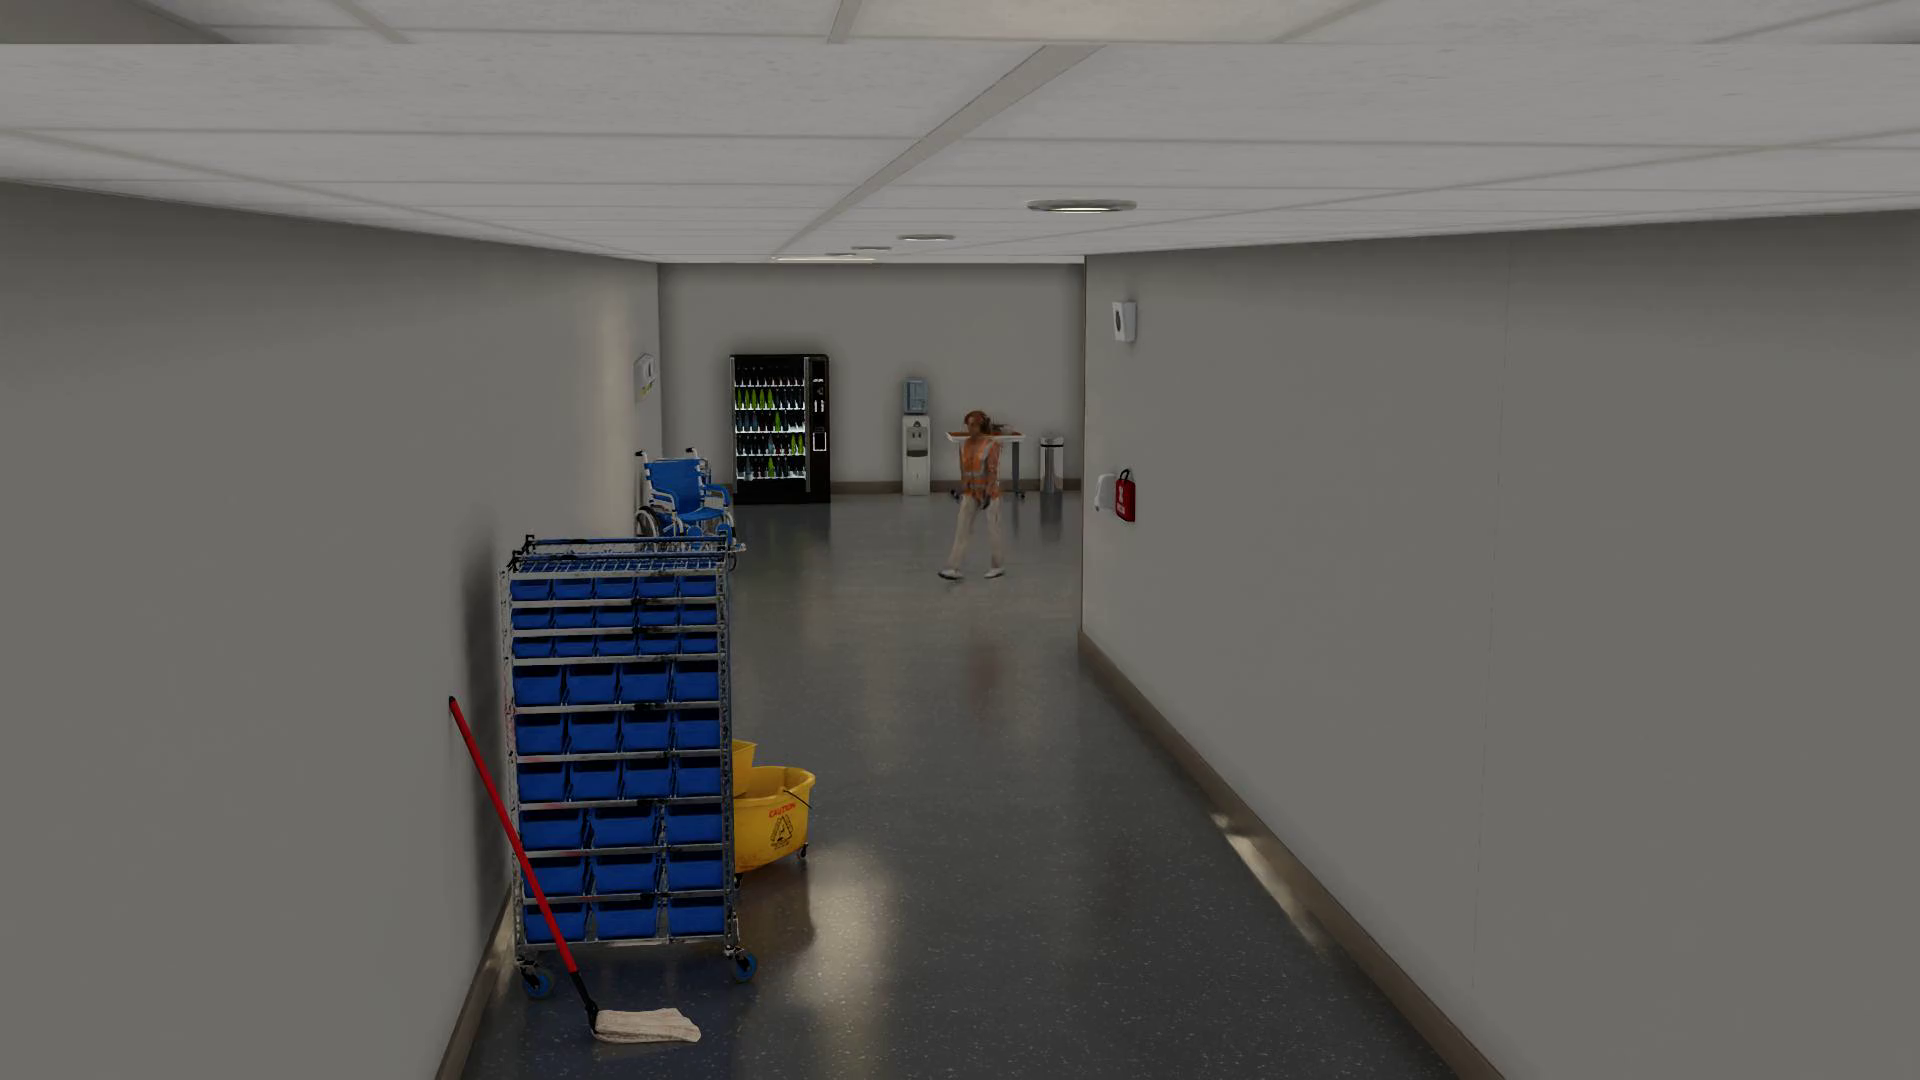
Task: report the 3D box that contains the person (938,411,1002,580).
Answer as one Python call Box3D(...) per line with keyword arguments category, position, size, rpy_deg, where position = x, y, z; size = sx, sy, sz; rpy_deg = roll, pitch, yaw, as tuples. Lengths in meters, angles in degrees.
Box3D(category="person", position=(0.132, -0.397, 15.570), size=(0.515, 1.596, 0.848), rpy_deg=(7, 11, 36))
